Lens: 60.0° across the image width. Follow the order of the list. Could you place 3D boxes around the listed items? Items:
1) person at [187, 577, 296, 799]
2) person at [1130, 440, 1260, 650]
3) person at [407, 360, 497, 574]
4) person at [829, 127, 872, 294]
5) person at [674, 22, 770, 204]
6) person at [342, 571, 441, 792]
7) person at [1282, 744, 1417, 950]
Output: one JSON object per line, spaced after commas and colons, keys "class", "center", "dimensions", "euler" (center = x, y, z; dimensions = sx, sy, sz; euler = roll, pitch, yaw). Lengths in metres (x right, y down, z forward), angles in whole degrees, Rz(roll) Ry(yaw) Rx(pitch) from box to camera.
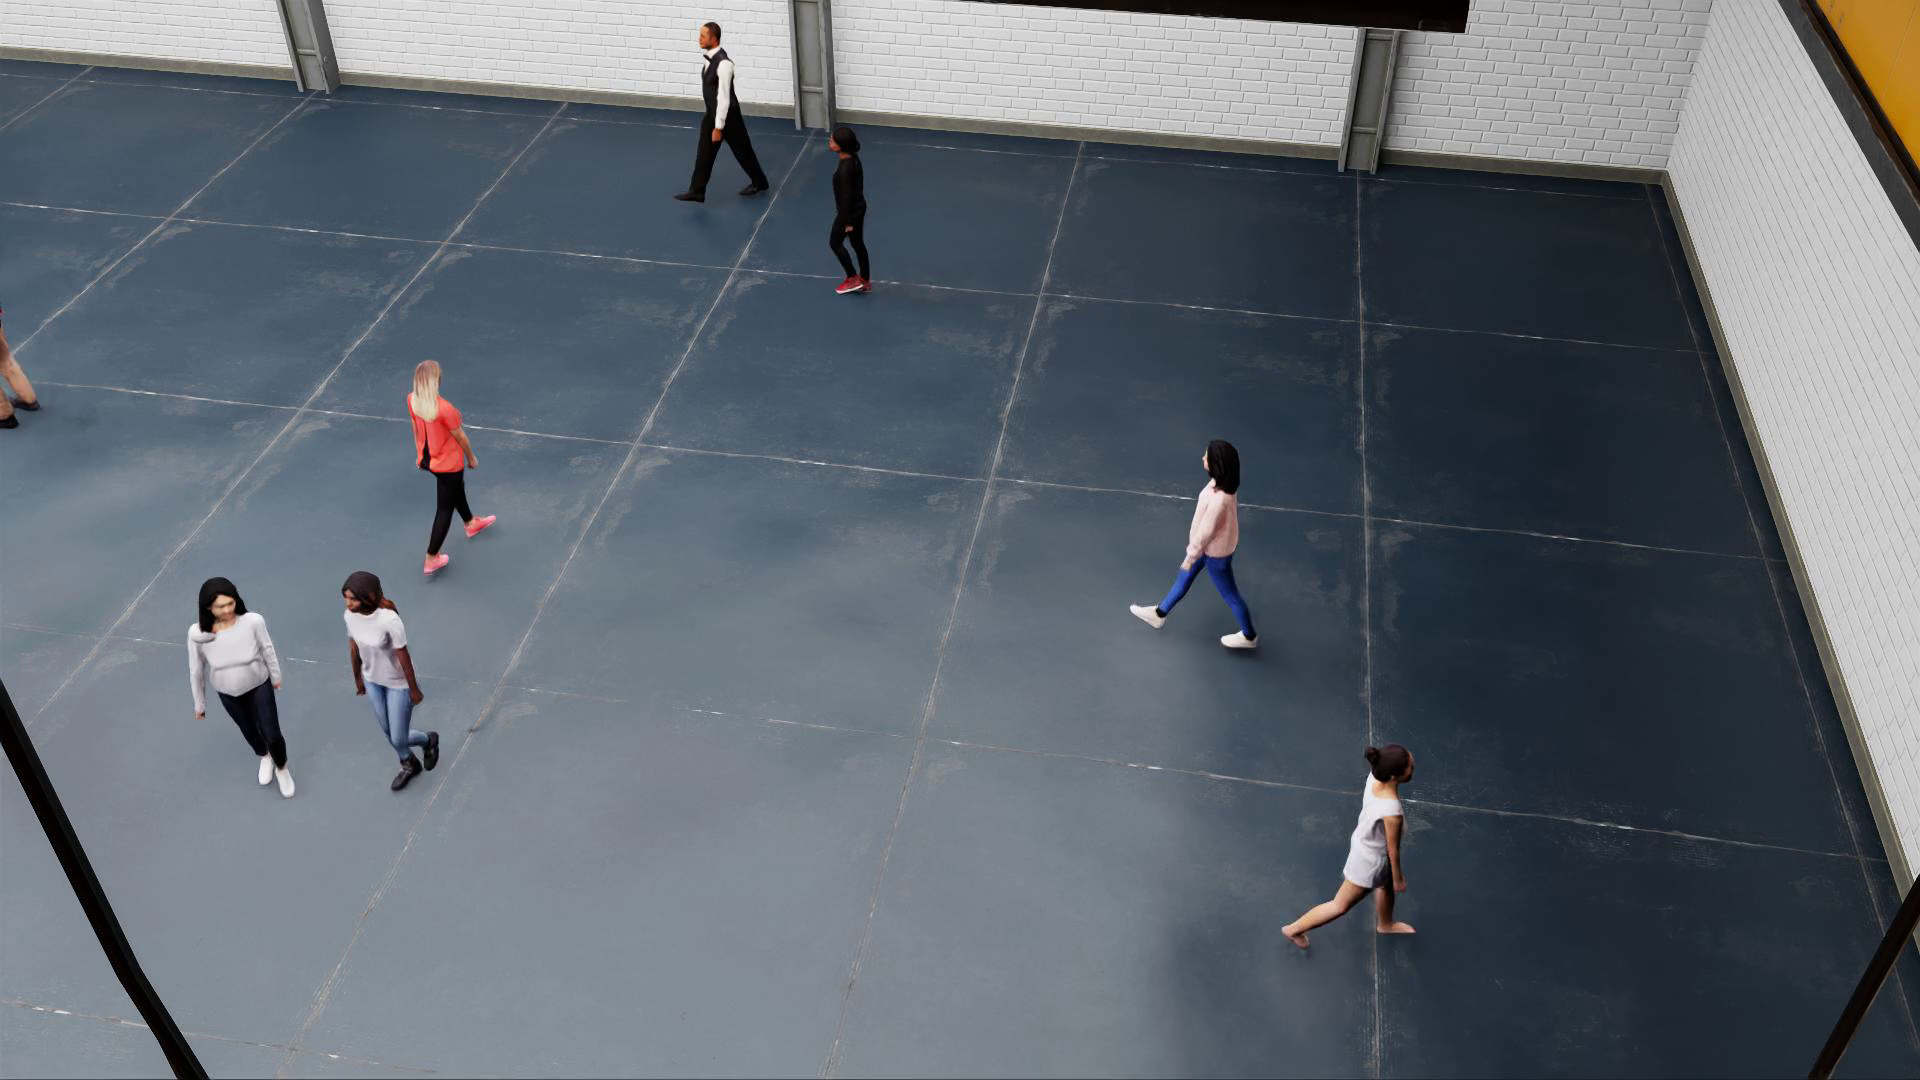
{"class": "person", "center": [-4.505, 0.858, 10.473], "dimensions": [0.741, 1.683, 0.842], "euler": [-8, 39, -10]}
{"class": "person", "center": [1.843, 0.110, 11.392], "dimensions": [1.196, 1.704, 0.748], "euler": [10, 40, 13]}
{"class": "person", "center": [-3.845, -0.507, 12.201], "dimensions": [1.054, 1.659, 0.947], "euler": [21, 43, 24]}
{"class": "person", "center": [-0.927, -3.017, 15.343], "dimensions": [0.620, 1.661, 0.624], "euler": [10, 40, 13]}
{"class": "person", "center": [-2.293, -4.275, 16.751], "dimensions": [1.351, 1.869, 1.204], "euler": [-18, 42, -21]}
{"class": "person", "center": [-3.540, 0.852, 10.456], "dimensions": [0.669, 1.713, 0.746], "euler": [15, 41, 18]}
{"class": "person", "center": [2.253, 1.786, 9.398], "dimensions": [1.068, 1.573, 0.656], "euler": [1, 39, 2]}
